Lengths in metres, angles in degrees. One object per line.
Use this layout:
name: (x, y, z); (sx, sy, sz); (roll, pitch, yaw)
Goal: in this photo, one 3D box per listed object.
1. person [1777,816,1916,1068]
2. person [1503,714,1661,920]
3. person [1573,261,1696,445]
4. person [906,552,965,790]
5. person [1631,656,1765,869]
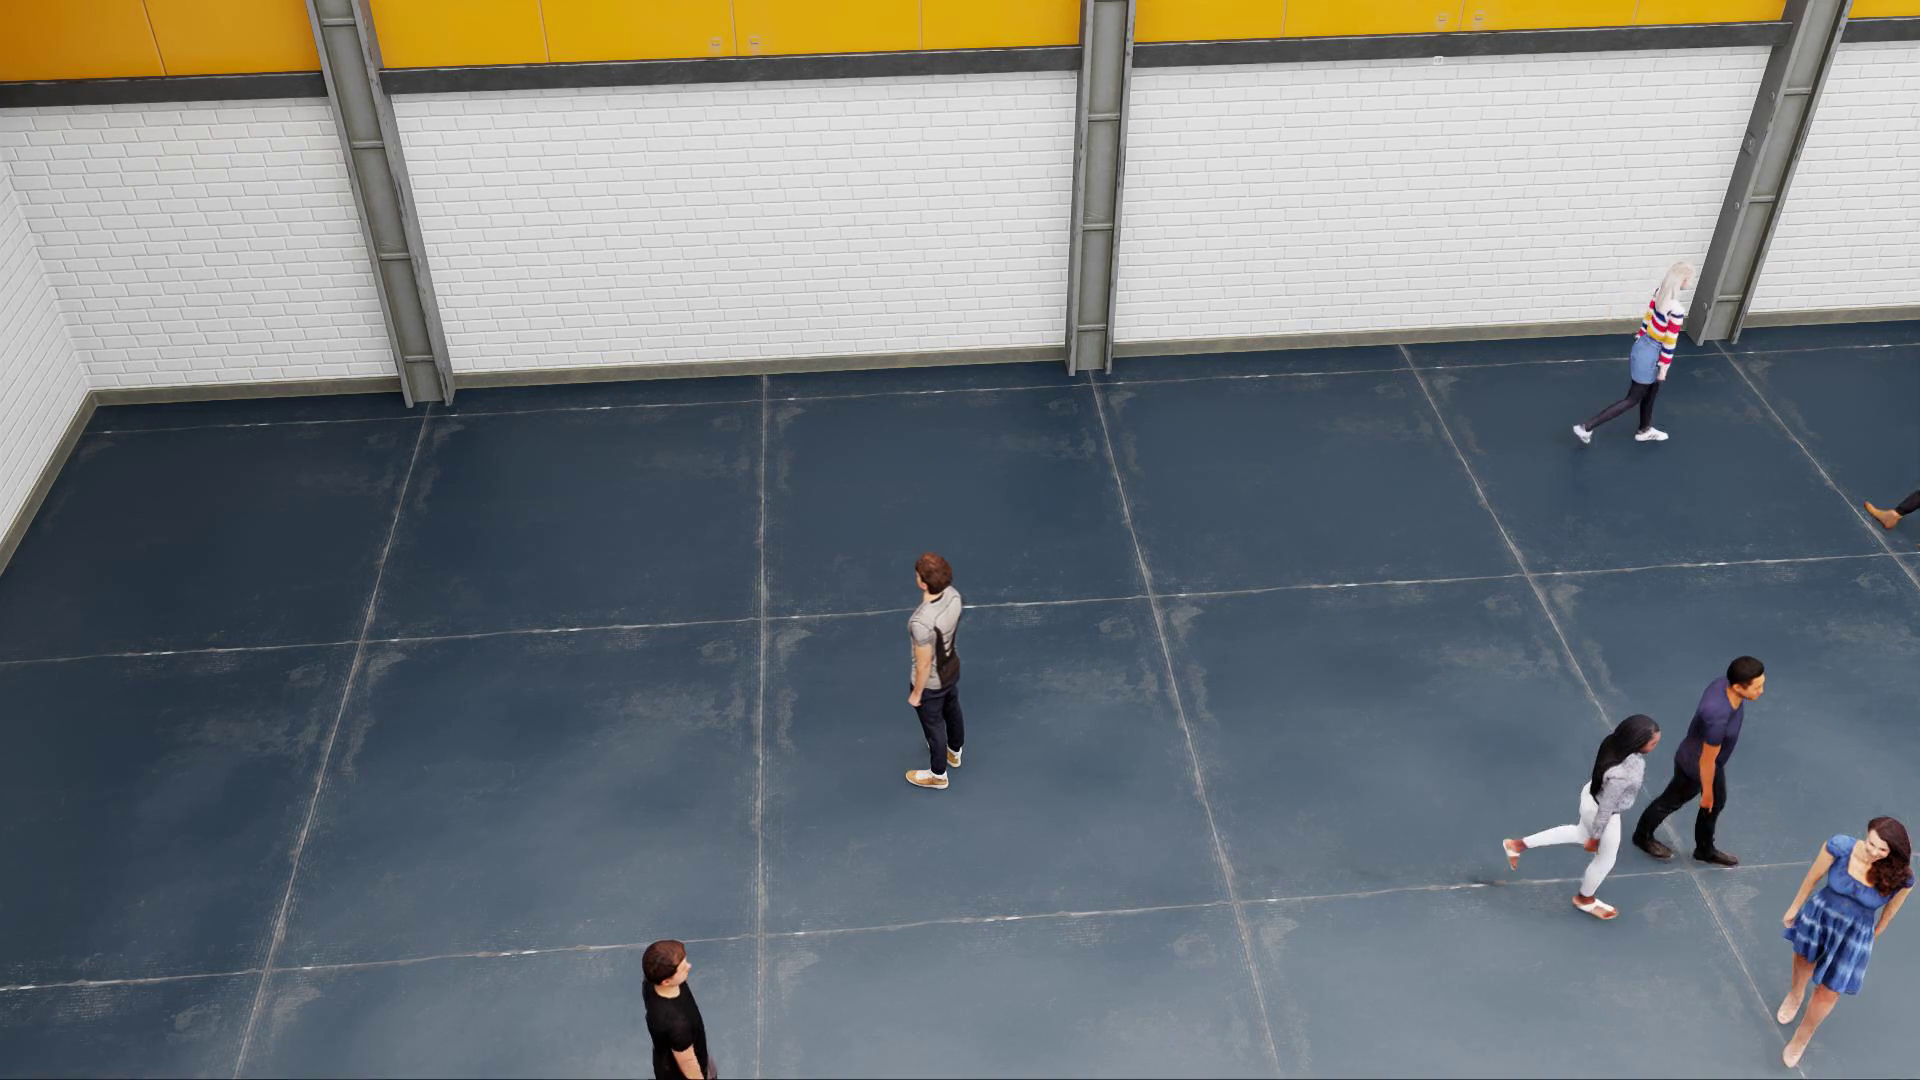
person: (4.918, 2.141, 9.327); (0.865, 1.785, 0.930); (32, 48, 33)
person: (3.782, 1.630, 10.034); (1.113, 1.701, 0.937); (12, 40, 15)
person: (5.668, -1.517, 13.915); (1.132, 1.776, 0.747); (-2, 39, -2)
person: (-0.158, 0.854, 10.850); (0.749, 1.895, 0.727); (20, 43, 23)
person: (4.516, 1.342, 10.340); (1.028, 1.770, 0.958); (25, 45, 28)
